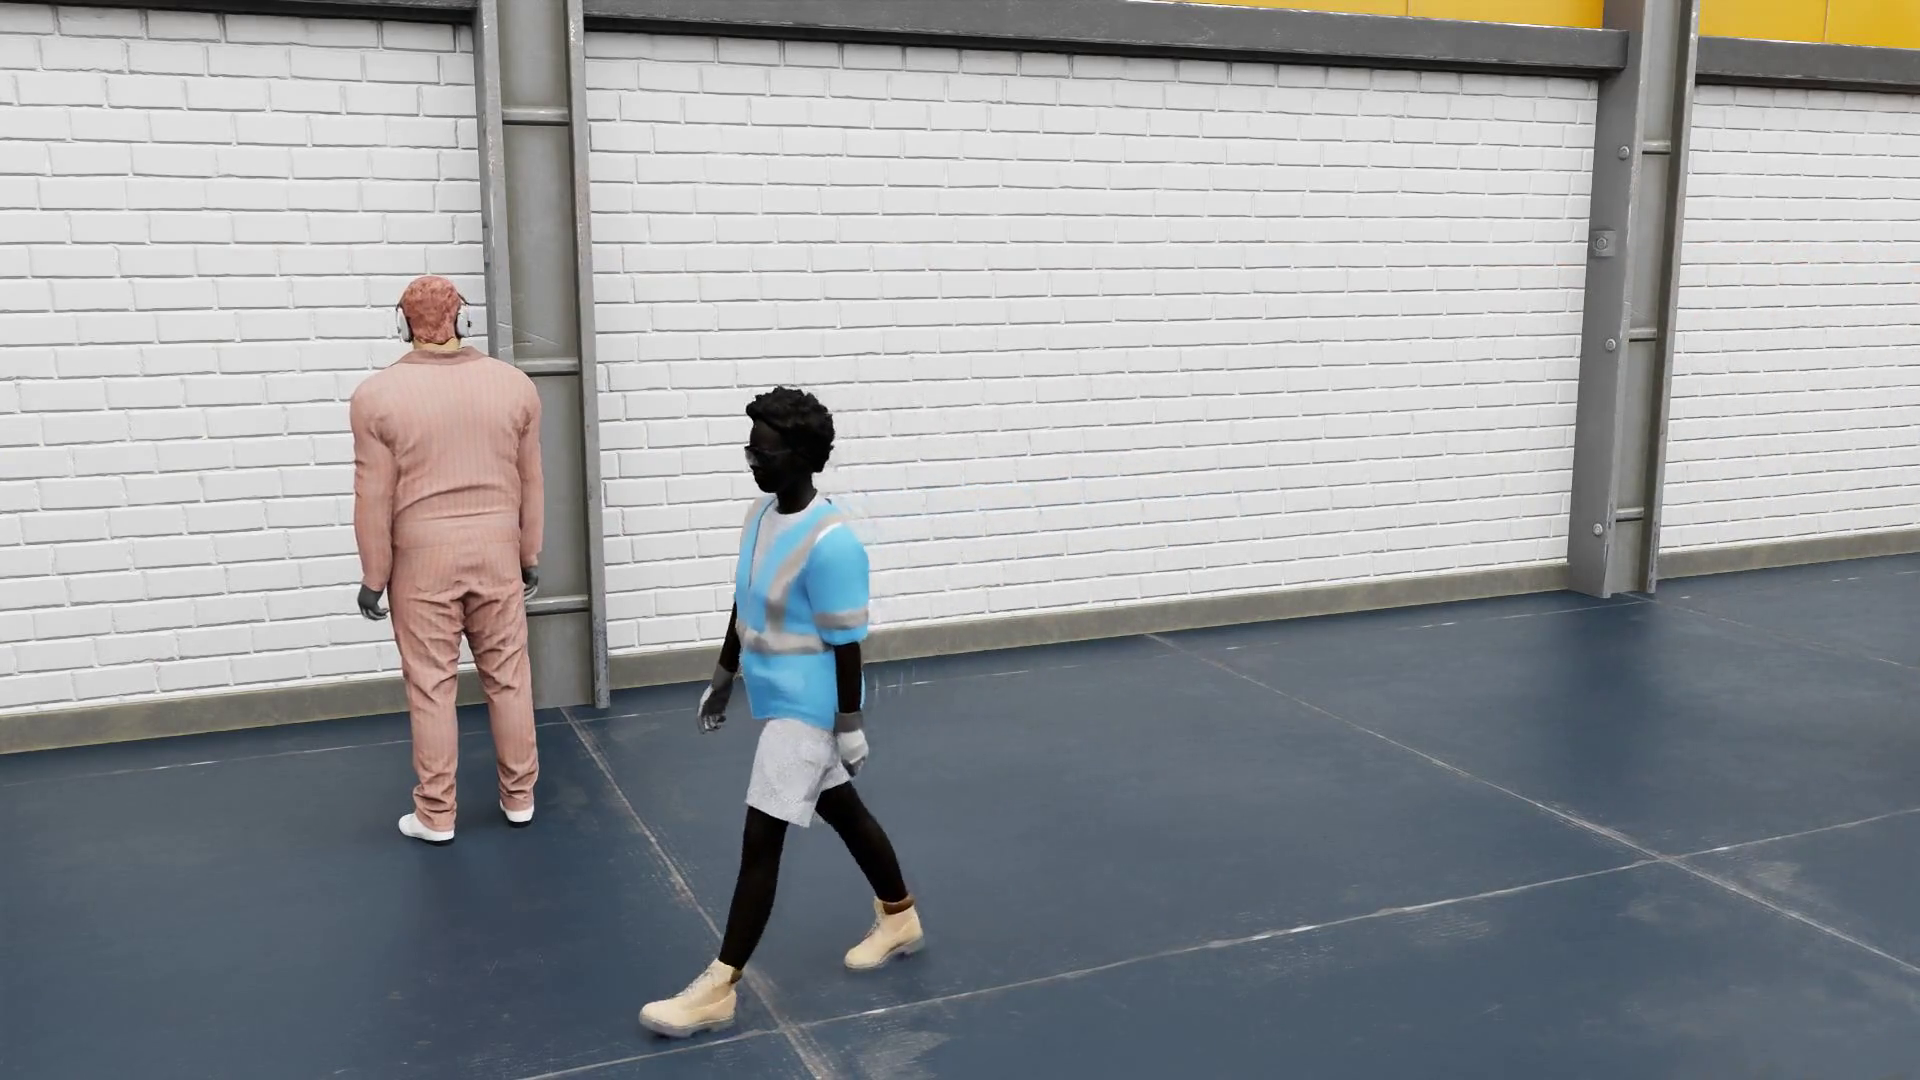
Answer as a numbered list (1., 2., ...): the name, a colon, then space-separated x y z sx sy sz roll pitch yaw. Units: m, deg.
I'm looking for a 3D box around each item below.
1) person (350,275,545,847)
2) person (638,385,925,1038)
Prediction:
1. person: -1.712 0.072 5.594 0.637 1.904 0.403 -7 12 -34
2. person: -0.431 0.418 4.358 0.873 1.651 0.530 -5 11 -26
